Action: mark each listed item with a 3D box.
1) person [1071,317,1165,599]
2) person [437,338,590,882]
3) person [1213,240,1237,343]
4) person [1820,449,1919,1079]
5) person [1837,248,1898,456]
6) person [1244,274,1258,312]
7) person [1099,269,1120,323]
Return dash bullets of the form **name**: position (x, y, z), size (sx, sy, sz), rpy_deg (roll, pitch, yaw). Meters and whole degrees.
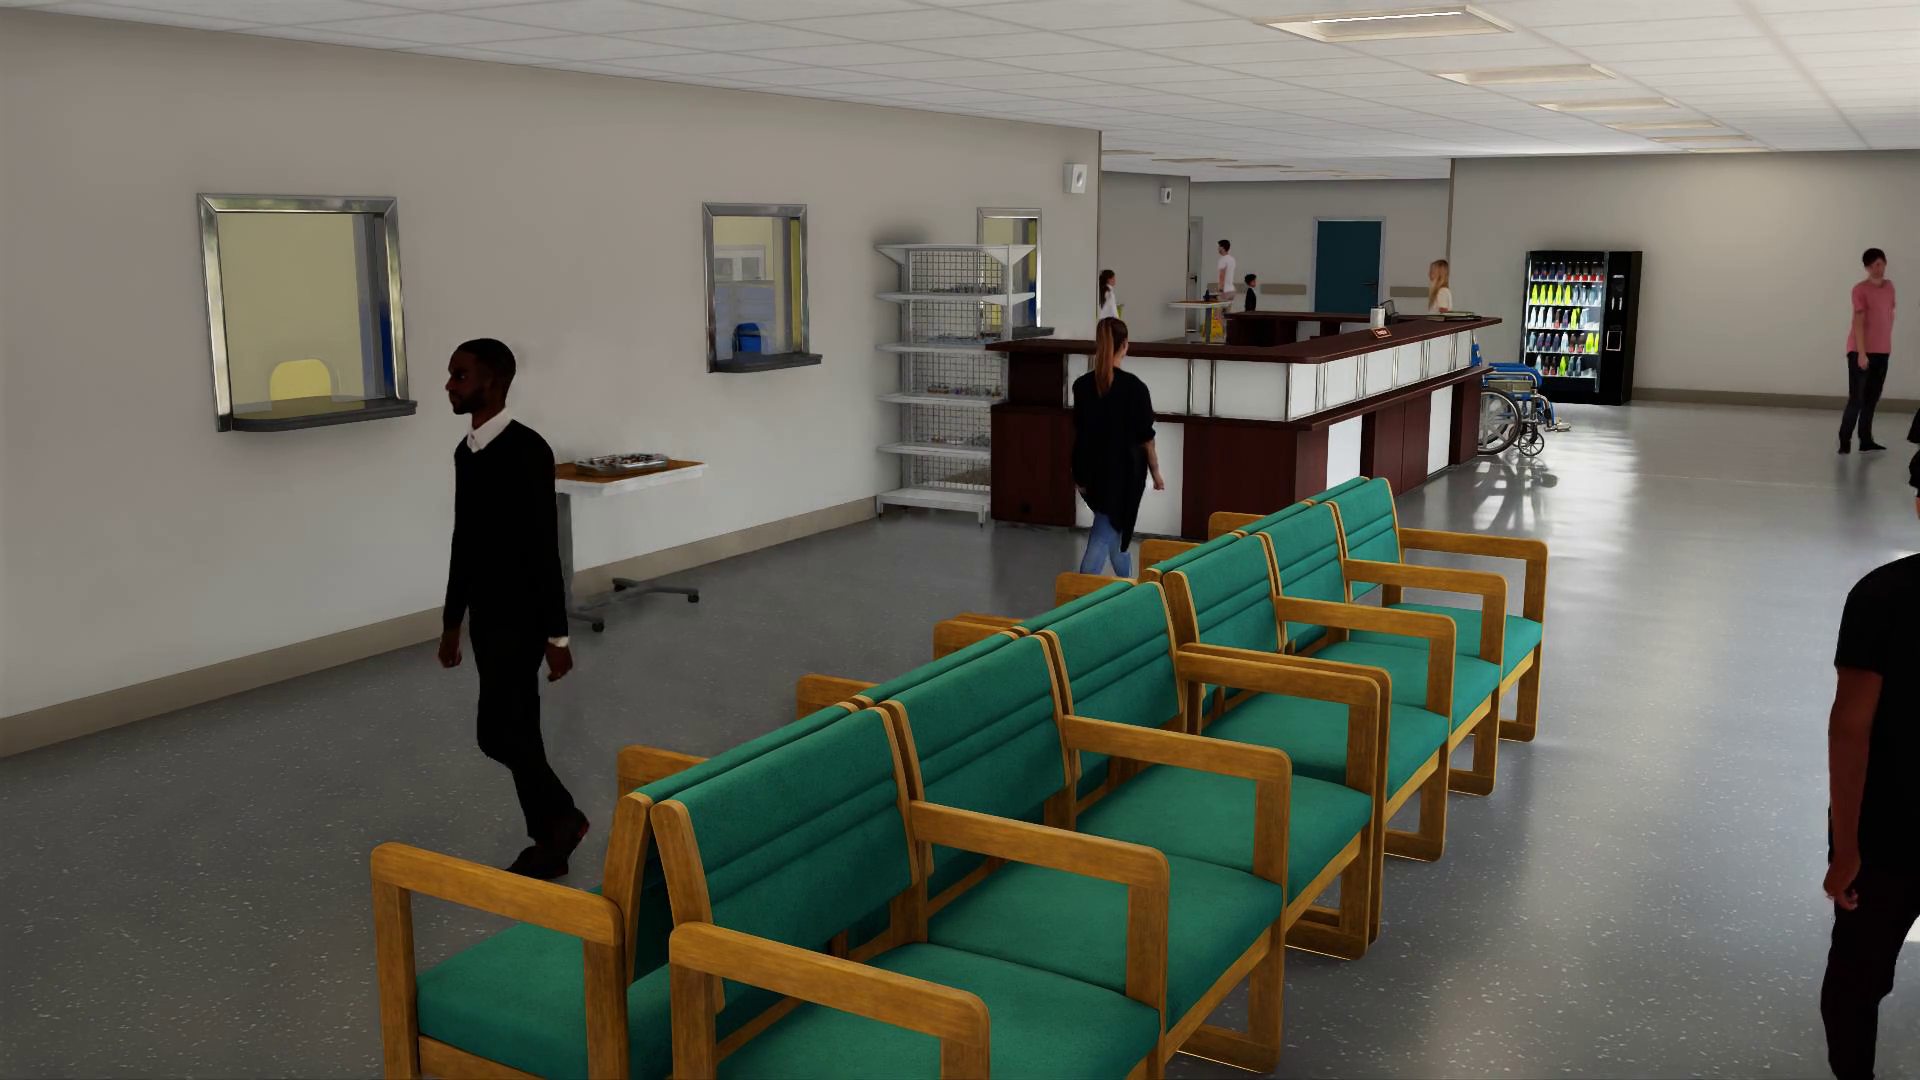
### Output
- **person**: position (0.739, -0.289, 8.661), size (1.074, 1.634, 0.818), rpy_deg (9, 14, 40)
- **person**: position (-1.366, 0.244, 5.417), size (0.814, 1.796, 0.674), rpy_deg (-10, 15, -44)
- **person**: position (4.877, -4.472, 30.060), size (0.730, 1.874, 0.724), rpy_deg (8, 14, 38)
- **person**: position (2.126, 0.597, 3.666), size (0.971, 1.755, 0.800), rpy_deg (4, 11, 20)
- **person**: position (8.540, -1.758, 15.592), size (0.901, 1.935, 0.876), rpy_deg (-8, 13, -35)
- **person**: position (5.532, -4.453, 31.694), size (0.565, 1.226, 0.560), rpy_deg (2, 11, 12)
- **person**: position (1.905, -2.859, 22.525), size (1.029, 1.514, 1.043), rpy_deg (-4, 11, -21)
